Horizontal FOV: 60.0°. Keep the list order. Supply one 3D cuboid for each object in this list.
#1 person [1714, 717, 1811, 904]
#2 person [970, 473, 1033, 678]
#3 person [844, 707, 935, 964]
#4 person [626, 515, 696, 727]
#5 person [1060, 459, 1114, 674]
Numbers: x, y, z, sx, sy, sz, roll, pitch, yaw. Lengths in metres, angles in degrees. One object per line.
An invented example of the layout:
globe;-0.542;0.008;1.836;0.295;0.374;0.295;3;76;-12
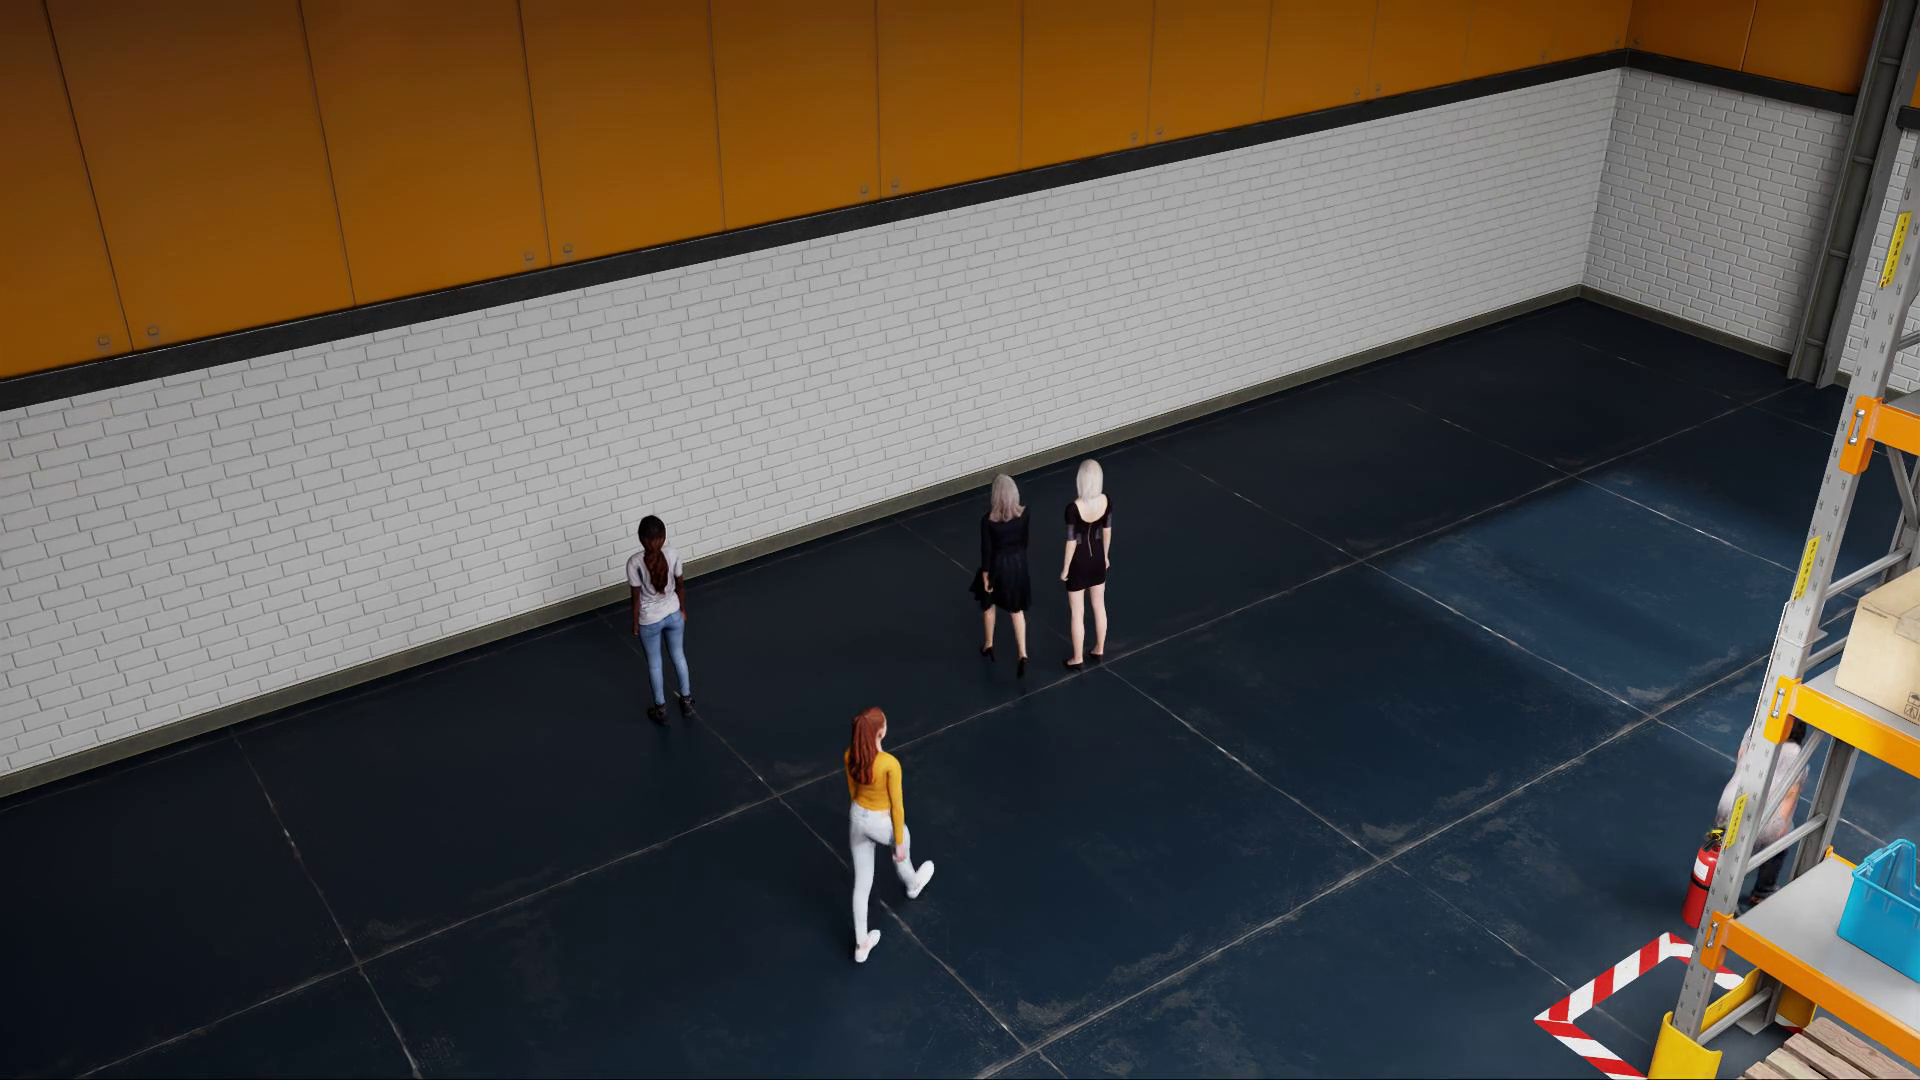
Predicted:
person;4.999;1.689;10.518;0.764;1.593;0.770;-14;31;-23
person;0.399;0.300;12.924;0.747;1.727;0.983;-11;31;-19
person;-0.561;1.828;10.142;1.141;1.707;1.040;14;31;23
person;-2.239;0.586;12.407;0.593;1.719;0.517;-17;33;-28
person;0.986;0.196;13.007;0.607;1.829;0.529;-15;32;-26
